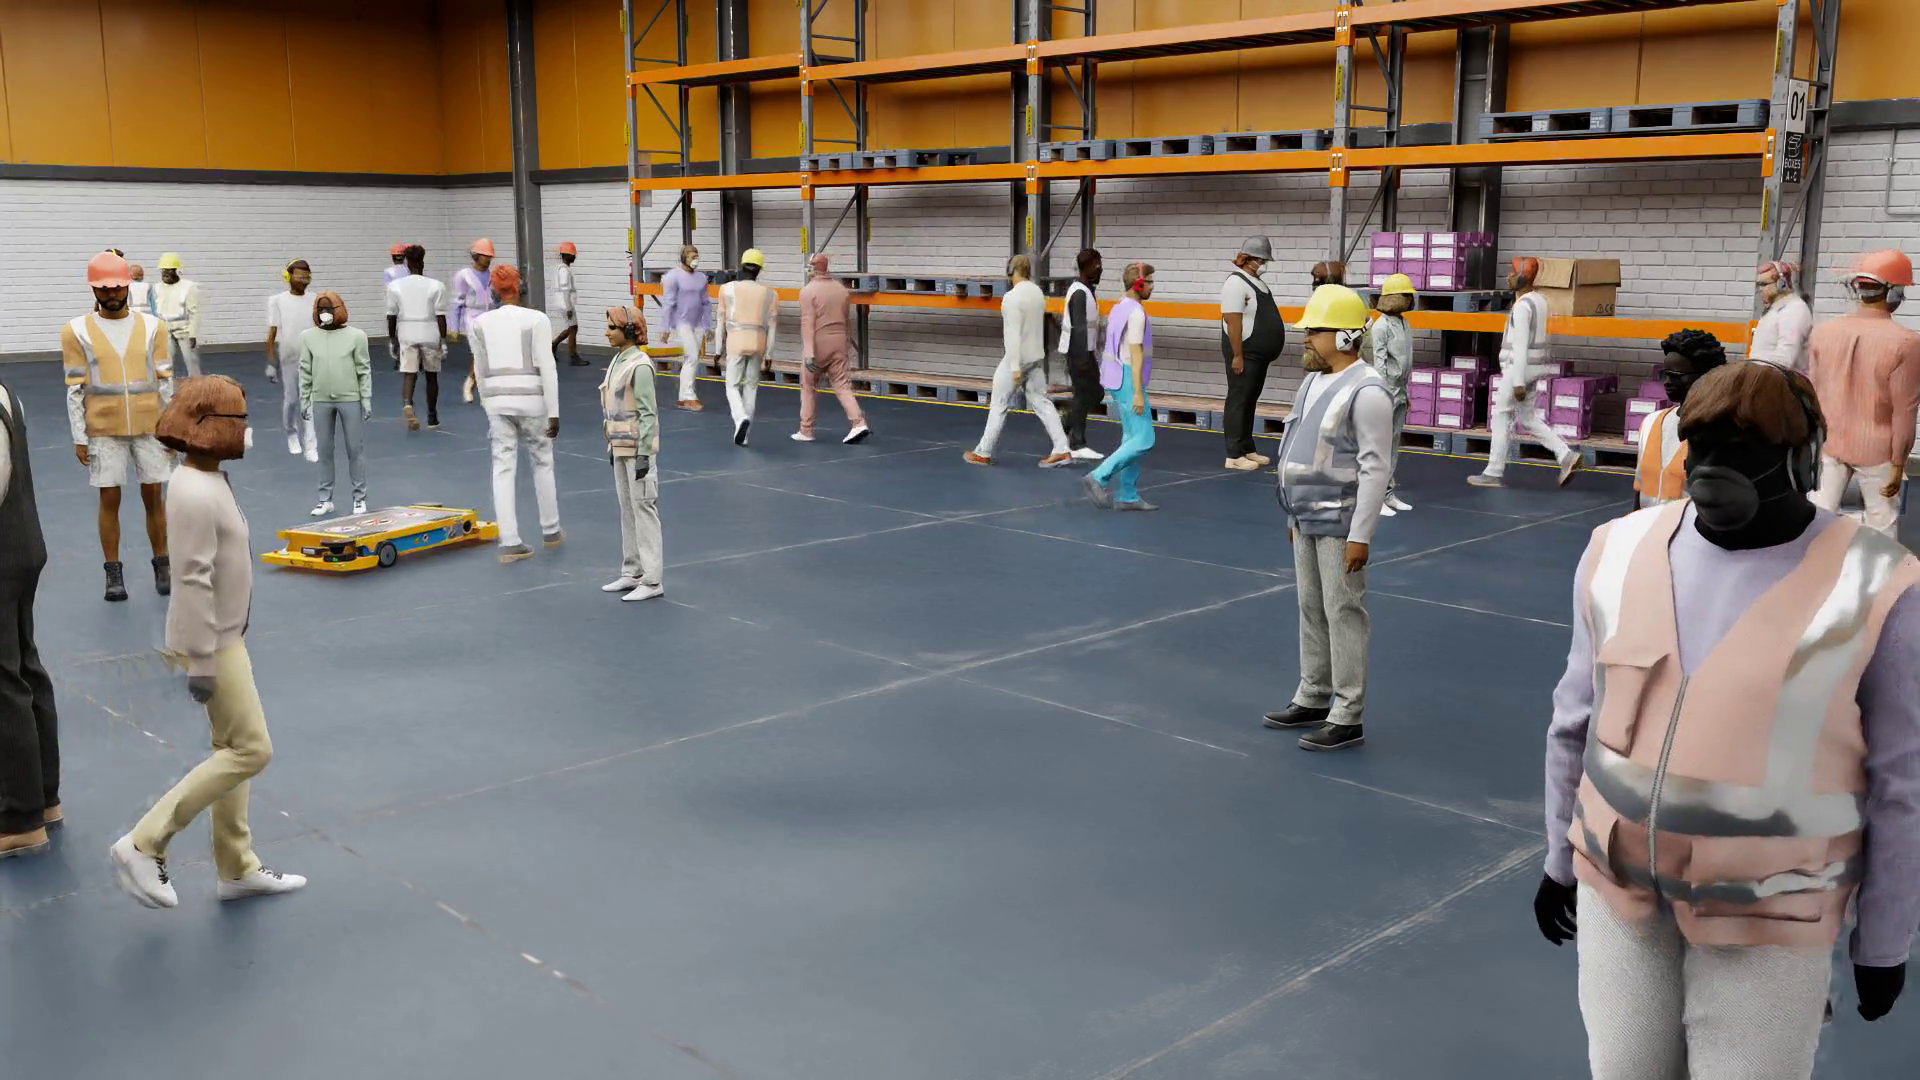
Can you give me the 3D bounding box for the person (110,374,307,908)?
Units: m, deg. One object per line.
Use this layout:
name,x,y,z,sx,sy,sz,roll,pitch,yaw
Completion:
person,-2.267,0.318,4.960,0.428,1.618,0.497,-4,11,-22

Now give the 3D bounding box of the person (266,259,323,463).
person,-6.039,-1.643,15.134,0.558,1.823,0.975,-7,12,-32

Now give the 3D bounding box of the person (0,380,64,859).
person,-3.173,0.123,5.405,0.348,1.847,0.505,-2,11,-12

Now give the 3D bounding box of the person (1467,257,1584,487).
person,4.529,-1.319,13.242,0.804,1.863,0.580,8,13,37

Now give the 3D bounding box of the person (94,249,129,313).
person,-9.812,-2.440,19.338,0.513,1.864,0.331,4,11,23

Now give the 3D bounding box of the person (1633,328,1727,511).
person,2.673,0.066,6.144,0.322,1.689,0.531,-4,11,-22

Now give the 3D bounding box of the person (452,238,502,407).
person,-5.747,-2.573,19.724,0.964,2.006,0.645,9,14,40

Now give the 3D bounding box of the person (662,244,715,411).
person,-3.078,-2.441,19.191,0.697,1.913,0.670,7,13,34

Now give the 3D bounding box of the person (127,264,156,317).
person,-11.836,-3.171,24.017,0.515,1.609,0.734,-9,14,-42

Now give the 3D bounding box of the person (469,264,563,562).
person,-2.794,-0.821,10.570,0.601,1.833,0.866,1,10,8

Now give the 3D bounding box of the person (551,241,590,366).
person,-6.103,-3.645,25.734,0.615,1.924,0.569,-3,11,-15

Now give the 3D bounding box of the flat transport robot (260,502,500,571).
flat transport robot,-3.646,-0.035,10.563,0.652,0.197,1.431,5,11,25

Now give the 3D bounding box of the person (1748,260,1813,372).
person,5.842,-1.074,11.952,0.999,1.841,0.696,2,11,11

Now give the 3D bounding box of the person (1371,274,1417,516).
person,3.155,-1.058,12.123,0.287,1.746,0.487,8,13,36

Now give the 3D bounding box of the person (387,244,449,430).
person,-5.605,-2.082,17.188,0.610,1.939,0.842,-2,10,-8

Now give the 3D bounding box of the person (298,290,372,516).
person,-4.516,-0.987,12.042,0.507,1.631,0.268,-1,10,-6

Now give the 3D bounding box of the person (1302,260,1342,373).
person,2.987,-1.341,13.443,0.449,1.823,0.654,4,11,22

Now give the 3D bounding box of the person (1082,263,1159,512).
person,1.185,-1.091,12.078,0.504,1.823,0.597,-1,10,-6

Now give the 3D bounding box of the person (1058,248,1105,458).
person,1.100,-1.684,15.106,0.455,1.906,0.603,3,11,14

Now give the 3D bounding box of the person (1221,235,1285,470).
person,2.559,-1.643,14.505,0.536,2.000,0.676,5,12,26

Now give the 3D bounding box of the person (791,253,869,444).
person,-1.255,-1.855,16.173,0.921,1.859,0.675,9,14,42

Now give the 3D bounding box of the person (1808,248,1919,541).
person,4.465,-0.470,8.331,0.940,1.965,0.606,-7,13,-35

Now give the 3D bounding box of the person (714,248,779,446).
person,-2.024,-1.818,15.840,0.628,1.896,0.609,-3,11,-15

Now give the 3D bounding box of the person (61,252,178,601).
person,-4.646,-0.624,9.255,0.542,1.933,0.382,-7,13,-34

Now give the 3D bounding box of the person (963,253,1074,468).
person,0.568,-1.558,14.556,1.011,1.880,0.628,7,12,34

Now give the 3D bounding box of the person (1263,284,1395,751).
person,1.456,-0.089,6.595,0.404,1.831,0.600,-3,11,-15

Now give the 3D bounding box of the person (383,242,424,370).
person,-8.256,-3.456,24.732,0.544,1.920,0.814,-9,14,-40

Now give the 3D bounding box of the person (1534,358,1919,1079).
person,1.329,0.595,2.889,0.553,1.827,0.631,-8,13,-38

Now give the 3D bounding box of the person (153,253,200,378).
person,-9.016,-2.365,19.065,0.601,1.801,0.743,1,10,6

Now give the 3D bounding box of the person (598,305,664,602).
person,-1.829,-0.484,9.276,0.306,1.640,0.523,-6,12,-30
